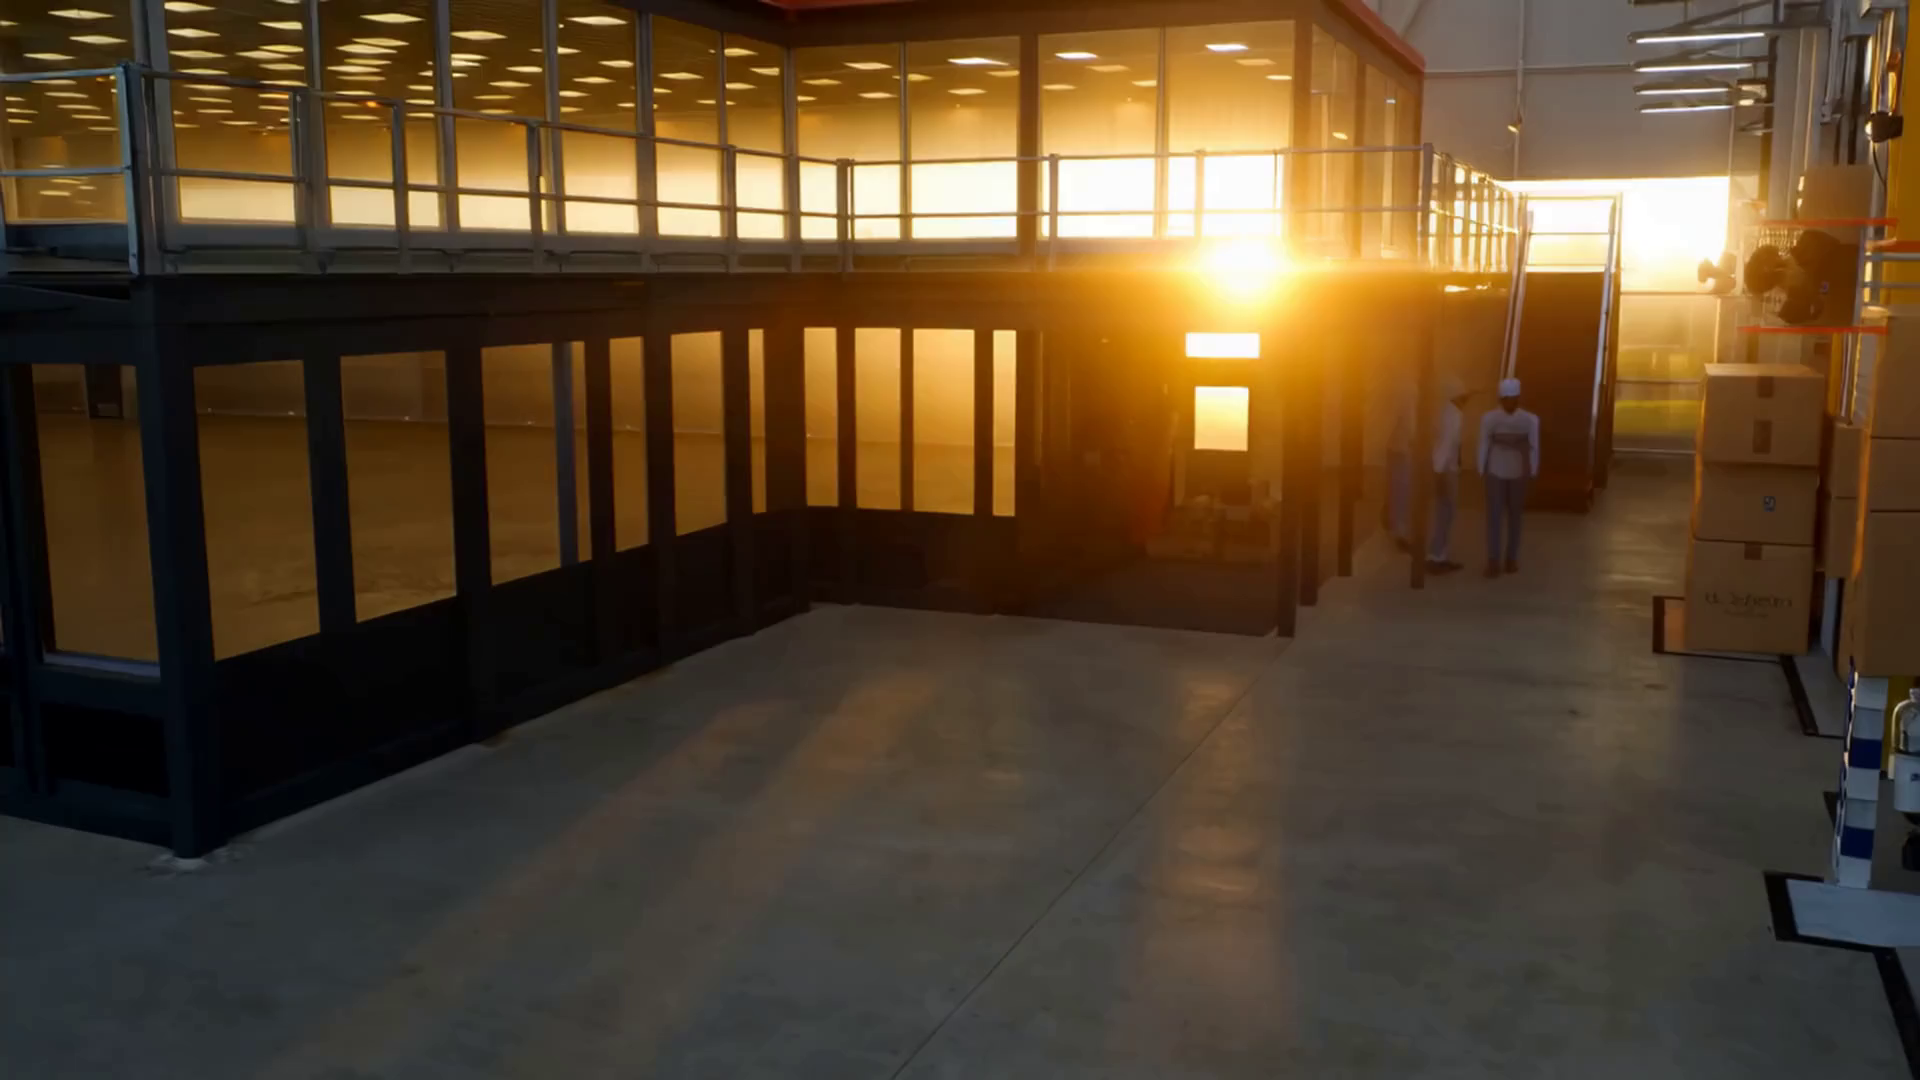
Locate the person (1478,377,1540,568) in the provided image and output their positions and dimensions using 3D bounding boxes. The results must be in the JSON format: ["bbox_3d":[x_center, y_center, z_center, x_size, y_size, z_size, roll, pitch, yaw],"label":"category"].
[{"bbox_3d":[5.600,-0.672,17.009,0.621,1.967,0.760,3,10,20],"label":"person"}]
